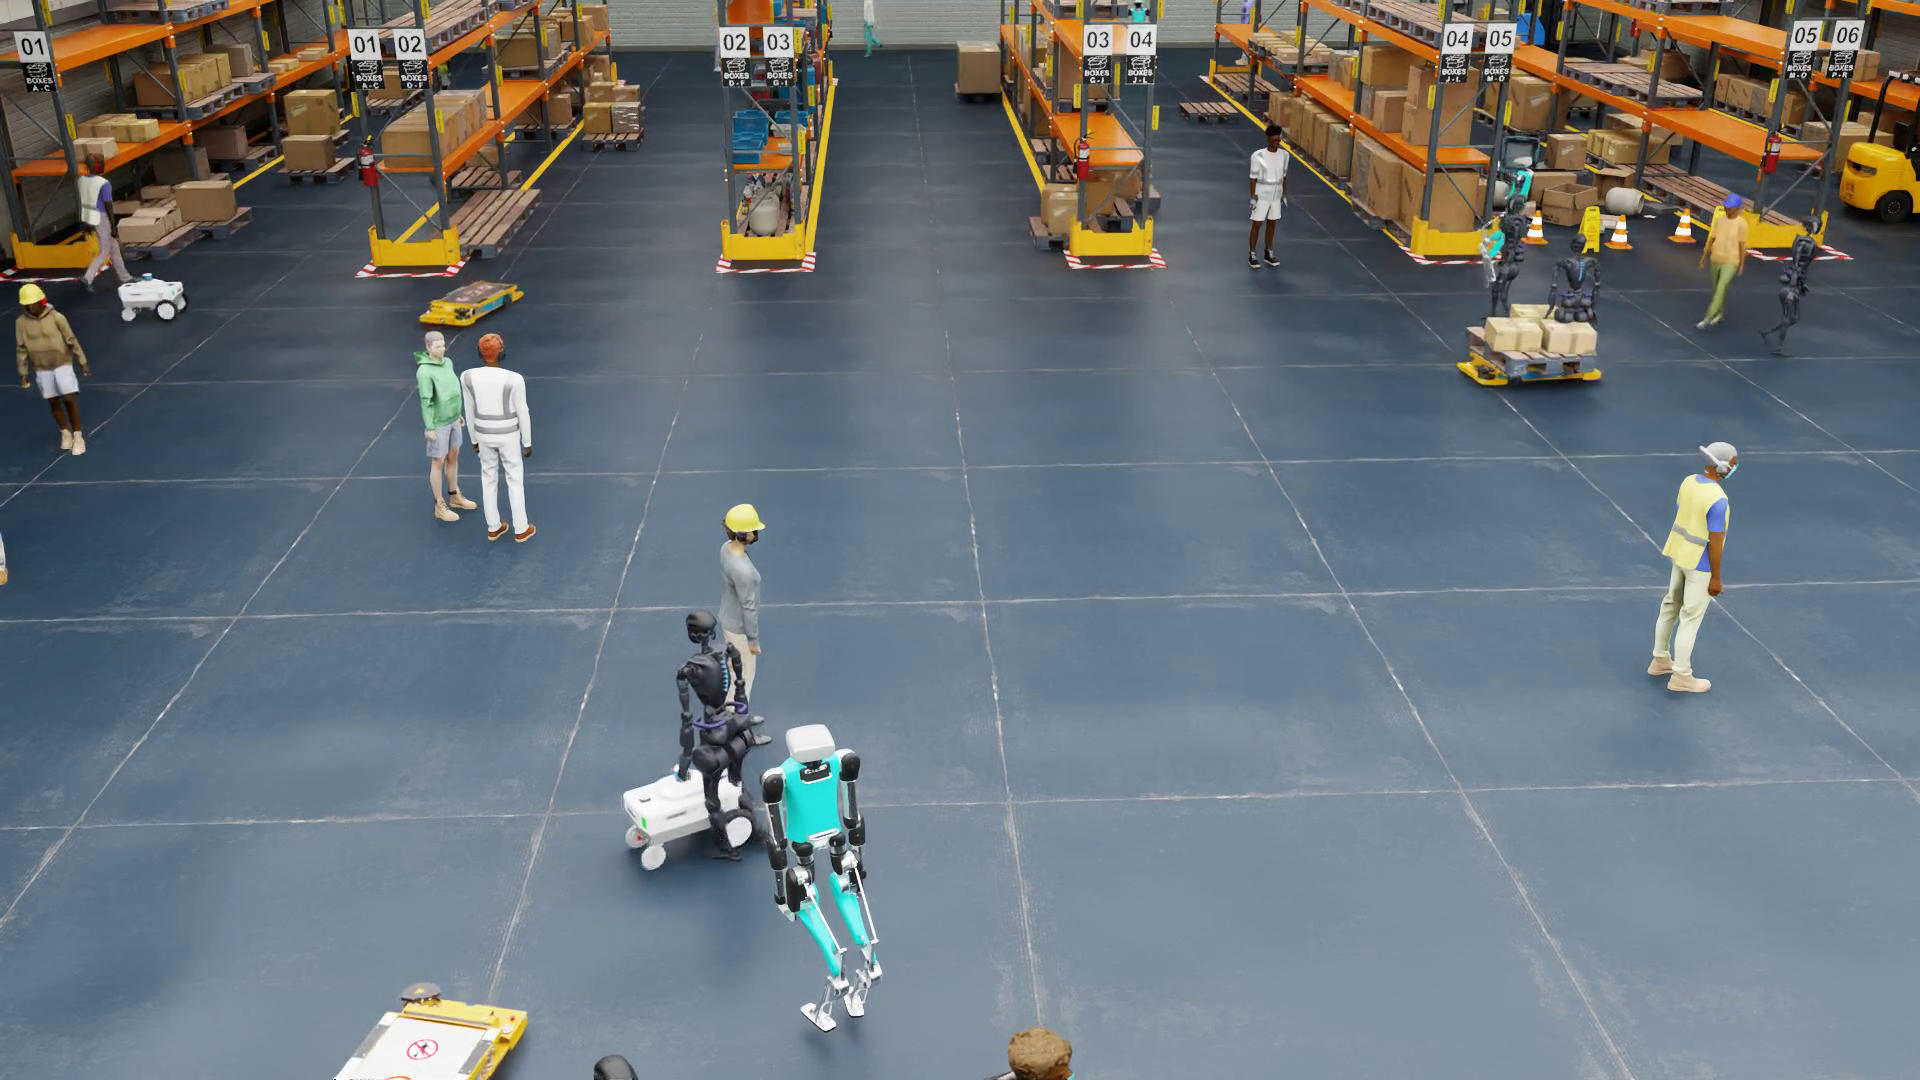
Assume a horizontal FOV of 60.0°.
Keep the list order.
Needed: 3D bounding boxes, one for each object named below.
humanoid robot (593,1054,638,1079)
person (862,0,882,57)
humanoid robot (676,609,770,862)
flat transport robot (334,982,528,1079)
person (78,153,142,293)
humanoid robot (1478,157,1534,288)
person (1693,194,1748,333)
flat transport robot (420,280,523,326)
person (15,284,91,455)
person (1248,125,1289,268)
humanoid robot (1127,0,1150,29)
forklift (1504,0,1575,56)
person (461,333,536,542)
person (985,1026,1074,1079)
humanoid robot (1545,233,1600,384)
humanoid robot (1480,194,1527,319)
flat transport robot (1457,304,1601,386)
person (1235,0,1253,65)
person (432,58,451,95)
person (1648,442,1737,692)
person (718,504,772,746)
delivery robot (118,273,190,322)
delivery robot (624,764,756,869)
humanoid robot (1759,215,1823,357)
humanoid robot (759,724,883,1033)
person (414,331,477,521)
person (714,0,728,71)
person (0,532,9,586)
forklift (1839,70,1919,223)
[{"bbox_3d":[-1.332,2.742,6.615,0.616,1.630,0.747,-21,31,-39],"label":"humanoid robot"},{"bbox_3d":[-2.261,-13.159,42.225,0.540,1.747,0.523,-7,25,-16],"label":"person"},{"bbox_3d":[-1.459,1.198,10.065,0.421,1.640,0.613,16,28,31],"label":"humanoid robot"},{"bbox_3d":[-2.763,2.765,8.261,0.659,0.231,1.431,5,24,11],"label":"flat transport robot"},{"bbox_3d":[-11.410,-4.186,22.002,0.569,1.808,0.866,15,28,30],"label":"person"},{"bbox_3d":[7.170,-4.175,22.177,0.727,1.894,0.538,13,27,27],"label":"humanoid robot"},{"bbox_3d":[9.290,-3.384,20.349,0.887,1.673,0.484,-14,28,-29],"label":"person"},{"bbox_3d":[-6.246,-3.040,21.302,0.659,0.231,1.431,6,25,14],"label":"flat transport robot"},{"bbox_3d":[-8.966,-1.682,16.443,0.576,1.735,0.647,-7,25,-15],"label":"person"},{"bbox_3d":[4.294,-4.792,23.155,0.602,1.966,0.368,-10,26,-21],"label":"person"},{"bbox_3d":[4.191,-11.662,38.870,0.554,1.757,0.783,-1,24,-2],"label":"humanoid robot"},{"bbox_3d":[14.700,-13.805,42.301,1.873,2.768,1.129,-1,24,-2],"label":"forklift"},{"bbox_3d":[-4.003,-0.879,14.480,0.564,1.878,0.352,2,24,4],"label":"person"},{"bbox_3d":[0.237,2.669,6.481,0.374,1.903,0.501,7,25,16],"label":"person"},{"bbox_3d":[6.867,-2.580,18.565,0.587,1.645,0.437,-1,24,-1],"label":"humanoid robot"},{"bbox_3d":[6.790,-3.452,20.532,0.450,1.643,0.589,3,24,7],"label":"humanoid robot"},{"bbox_3d":[6.462,-1.975,18.910,1.431,0.231,0.659,-4,24,-9],"label":"flat transport robot"},{"bbox_3d":[7.056,-12.655,41.029,0.395,1.799,0.585,3,24,6],"label":"person"},{"bbox_3d":[-10.799,-9.663,34.460,0.540,1.673,0.495,-5,24,-10],"label":"person"},{"bbox_3d":[5.319,0.188,12.058,0.400,1.892,0.530,-4,24,-8],"label":"person"},{"bbox_3d":[-1.469,0.572,11.357,0.337,1.756,0.516,-9,26,-20],"label":"person"},{"bbox_3d":[-10.202,-3.069,21.007,0.785,0.587,0.499,-2,24,-4],"label":"delivery robot"},{"bbox_3d":[-1.702,1.661,10.359,0.756,0.571,0.499,-14,28,-29],"label":"delivery robot"},{"bbox_3d":[9.693,-2.994,19.465,0.461,1.645,0.602,17,29,34],"label":"humanoid robot"},{"bbox_3d":[-0.640,1.798,8.462,0.533,1.677,0.735,-12,27,-25],"label":"humanoid robot"},{"bbox_3d":[-4.670,-1.045,15.008,0.324,1.740,0.483,8,25,18],"label":"person"},{"bbox_3d":[-5.538,-12.142,39.843,0.952,1.812,0.536,6,25,12],"label":"person"},{"bbox_3d":[-8.209,-0.498,13.603,0.564,1.890,0.384,-5,25,-12],"label":"person"},{"bbox_3d":[15.132,-6.143,25.915,2.313,2.155,1.214,-1,24,-2],"label":"forklift"}]
